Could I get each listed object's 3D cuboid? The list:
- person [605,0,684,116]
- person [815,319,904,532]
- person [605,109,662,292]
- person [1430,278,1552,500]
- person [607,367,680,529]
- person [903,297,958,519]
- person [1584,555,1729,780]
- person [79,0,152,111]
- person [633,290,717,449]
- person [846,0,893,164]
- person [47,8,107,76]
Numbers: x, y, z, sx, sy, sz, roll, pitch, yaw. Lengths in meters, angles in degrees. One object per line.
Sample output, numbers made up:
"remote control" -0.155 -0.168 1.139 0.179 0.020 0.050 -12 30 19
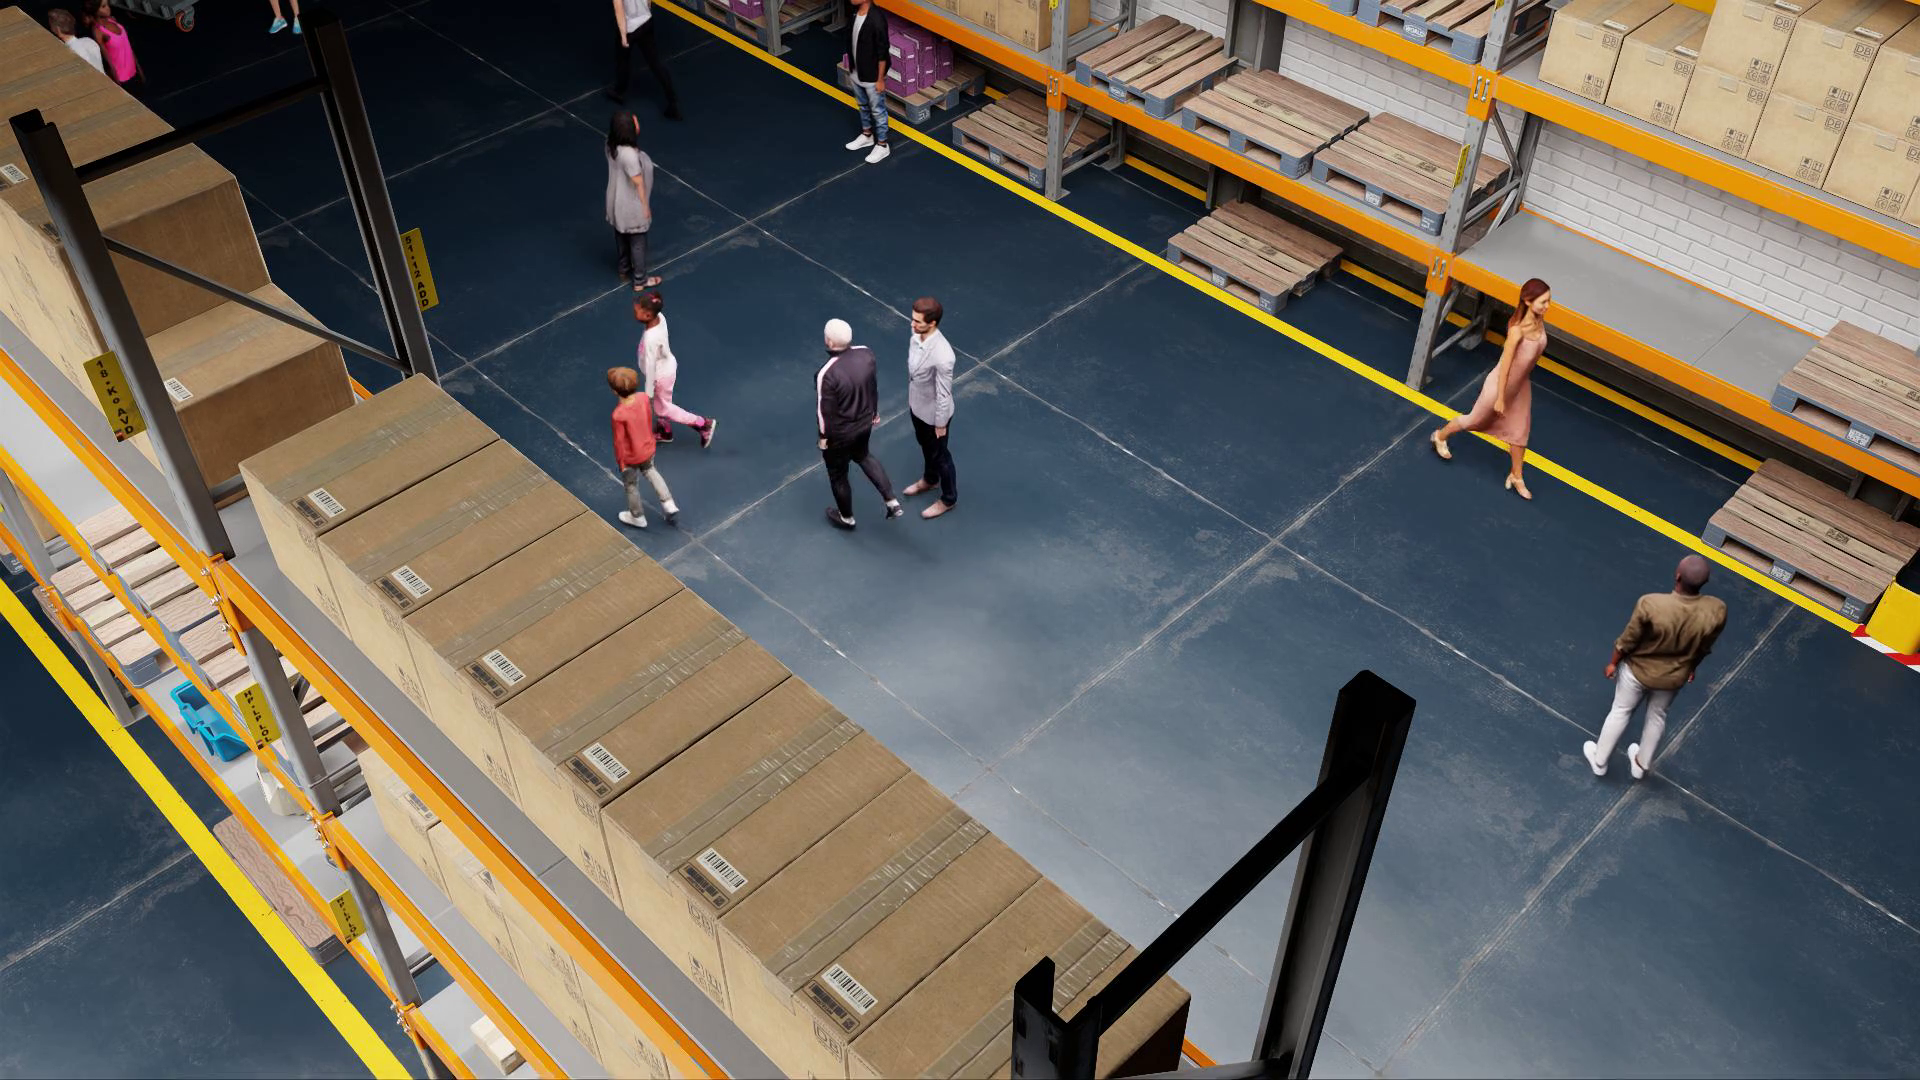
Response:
"person" -3.058 -4.918 16.050 1.209 1.815 0.688 32 52 29
"person" -0.716 -0.736 11.654 0.845 1.824 0.679 32 52 29
"person" -2.816 -2.887 14.073 0.738 1.602 0.652 -26 49 -24
"person" 3.898 -1.155 12.117 0.634 1.793 1.116 -32 52 -29
"person" -2.261 -0.643 11.857 0.705 1.409 0.580 24 48 23
"person" -0.198 -0.979 11.892 0.796 1.848 0.642 -18 46 -18
"person" 4.208 0.788 10.055 0.766 1.824 0.856 3 44 4
"person" -7.834 -4.299 15.478 1.056 1.708 0.944 2 44 2
"person" -2.181 -1.266 12.492 0.917 1.436 0.858 0 44 0
"person" -0.839 -4.429 15.541 0.788 1.809 0.592 -27 50 -25
"person" -7.724 -3.913 14.999 0.843 1.810 0.808 6 44 7
